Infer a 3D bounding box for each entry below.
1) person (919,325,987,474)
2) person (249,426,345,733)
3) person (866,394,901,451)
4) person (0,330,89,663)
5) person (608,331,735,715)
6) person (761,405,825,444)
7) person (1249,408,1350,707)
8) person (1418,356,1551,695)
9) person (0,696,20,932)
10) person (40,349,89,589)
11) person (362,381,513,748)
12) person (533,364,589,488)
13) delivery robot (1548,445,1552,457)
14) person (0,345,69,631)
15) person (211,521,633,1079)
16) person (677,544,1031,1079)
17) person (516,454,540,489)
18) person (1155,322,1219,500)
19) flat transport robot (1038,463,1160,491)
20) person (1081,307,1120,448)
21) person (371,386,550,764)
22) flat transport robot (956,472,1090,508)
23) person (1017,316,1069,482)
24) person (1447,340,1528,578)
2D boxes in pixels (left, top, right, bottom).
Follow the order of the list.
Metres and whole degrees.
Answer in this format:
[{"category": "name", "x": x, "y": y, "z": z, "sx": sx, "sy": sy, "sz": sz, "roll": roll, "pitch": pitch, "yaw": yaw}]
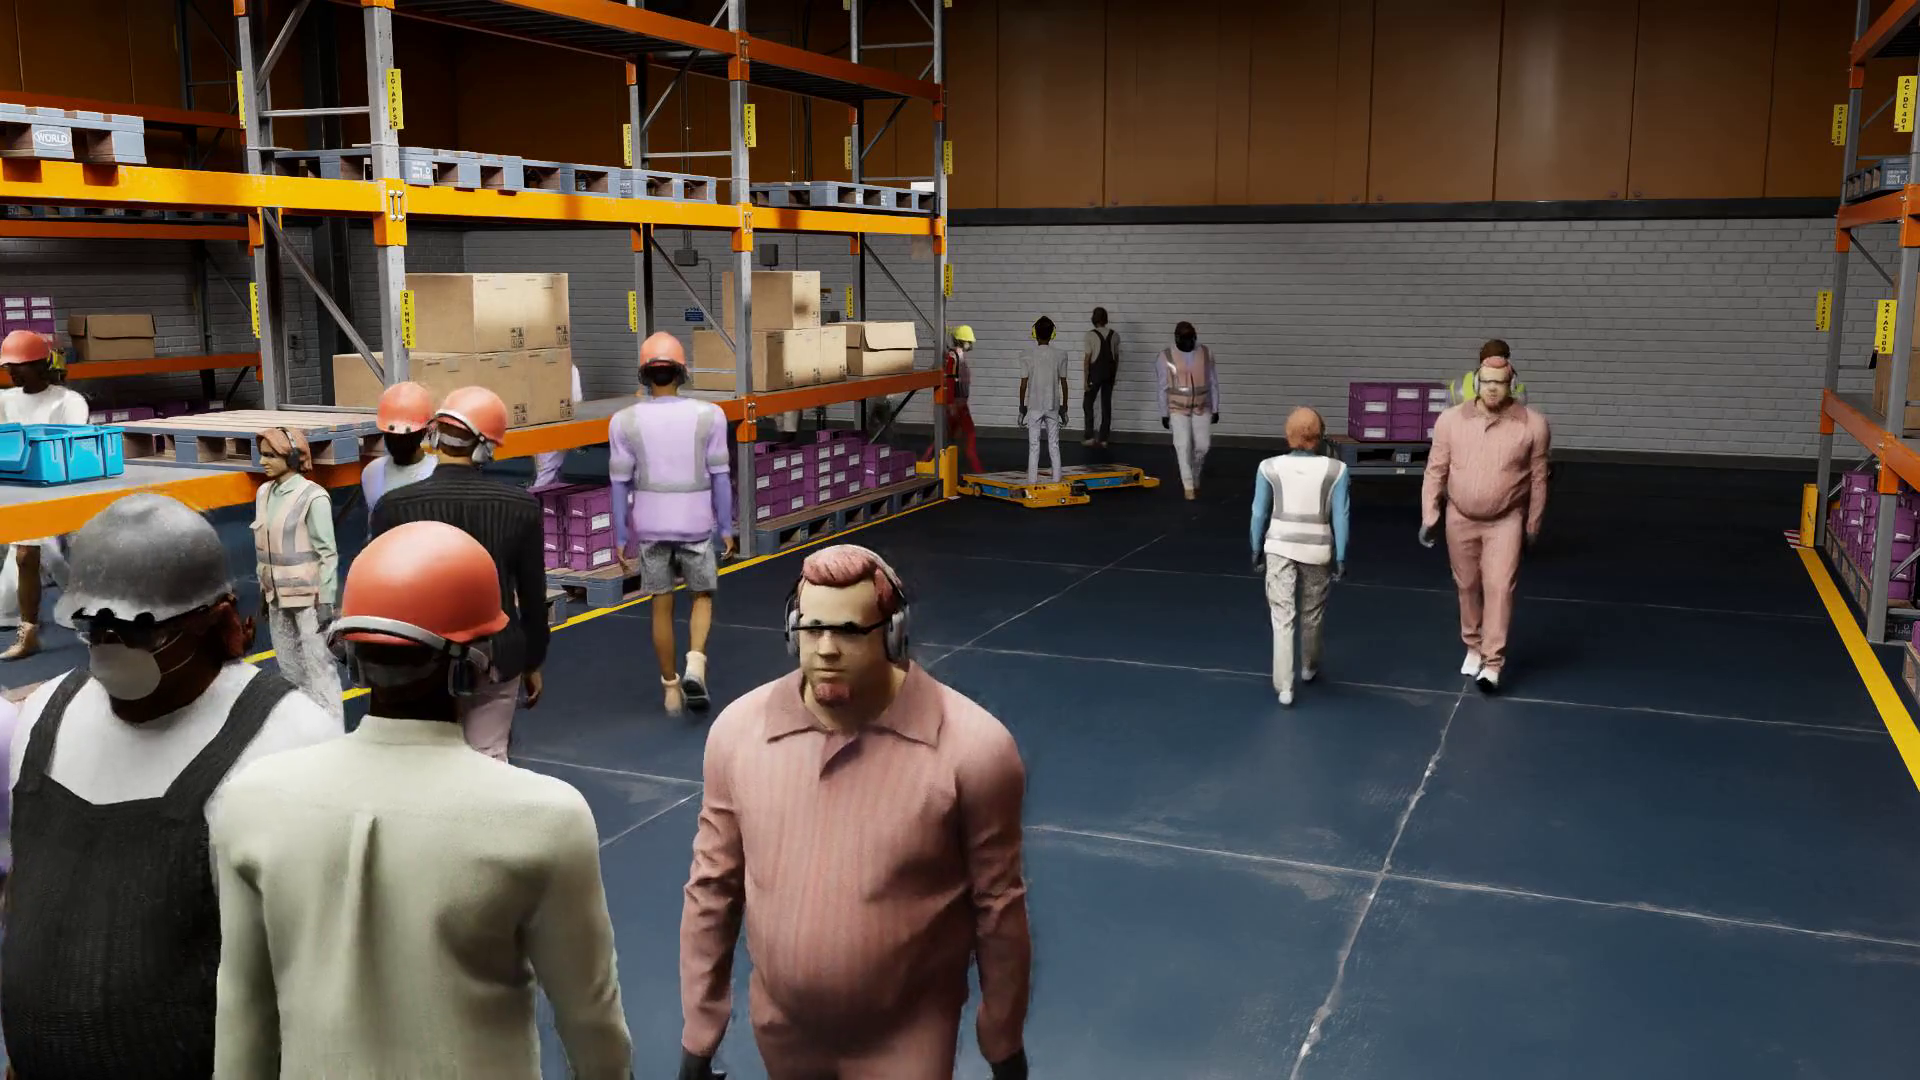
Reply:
[{"category": "person", "x": -0.061, "y": -1.502, "z": 18.294, "sx": 0.886, "sy": 1.727, "sz": 0.533, "roll": -1, "pitch": 9, "yaw": -3}, {"category": "person", "x": -3.080, "y": 0.286, "z": 7.730, "sx": 0.522, "sy": 1.636, "sz": 0.310, "roll": 6, "pitch": 11, "yaw": 33}, {"category": "person", "x": -1.023, "y": -1.588, "z": 18.924, "sx": 0.874, "sy": 1.676, "sz": 0.496, "roll": 1, "pitch": 9, "yaw": 8}, {"category": "person", "x": -5.595, "y": -0.310, "z": 10.324, "sx": 0.634, "sy": 1.997, "sz": 1.043, "roll": 1, "pitch": 9, "yaw": 8}, {"category": "person", "x": -1.495, "y": -0.063, "z": 8.658, "sx": 0.645, "sy": 2.029, "sz": 0.513, "roll": -2, "pitch": 9, "yaw": -9}, {"category": "person", "x": -1.751, "y": -1.487, "z": 17.591, "sx": 0.621, "sy": 1.912, "sz": 0.989, "roll": 5, "pitch": 11, "yaw": 27}, {"category": "person", "x": 1.860, "y": 0.072, "z": 9.131, "sx": 0.539, "sy": 1.586, "sz": 0.845, "roll": 2, "pitch": 10, "yaw": 14}, {"category": "person", "x": 2.916, "y": -0.086, "z": 9.320, "sx": 0.648, "sy": 1.859, "sz": 0.983, "roll": 5, "pitch": 11, "yaw": 28}, {"category": "person", "x": -2.105, "y": 0.899, "z": 3.241, "sx": 0.602, "sy": 1.898, "sz": 0.438, "roll": 1, "pitch": 9, "yaw": 5}, {"category": "person", "x": -6.583, "y": -0.507, "z": 12.137, "sx": 0.526, "sy": 1.772, "sz": 0.303, "roll": 2, "pitch": 10, "yaw": 11}, {"category": "person", "x": -2.329, "y": 0.230, "z": 7.330, "sx": 0.553, "sy": 1.894, "sz": 0.961, "roll": 3, "pitch": 10, "yaw": 19}, {"category": "person", "x": -3.590, "y": -0.937, "z": 14.490, "sx": 0.660, "sy": 1.862, "sz": 0.989, "roll": 5, "pitch": 10, "yaw": 26}, {"category": "delivery robot", "x": 6.099, "y": -0.960, "z": 18.266, "sx": 0.707, "sy": 0.478, "sz": 0.477, "roll": 0, "pitch": 9, "yaw": -1}, {"category": "person", "x": -6.119, "y": -0.383, "z": 11.068, "sx": 0.586, "sy": 1.866, "sz": 1.015, "roll": 3, "pitch": 10, "yaw": 19}, {"category": "person", "x": -0.830, "y": 0.940, "z": 2.757, "sx": 0.643, "sy": 1.964, "sz": 0.751, "roll": 1, "pitch": 9, "yaw": 9}, {"category": "person", "x": -0.226, "y": 0.926, "z": 3.188, "sx": 0.665, "sy": 1.854, "sz": 1.017, "roll": 3, "pitch": 10, "yaw": 20}, {"category": "person", "x": -4.548, "y": -1.460, "z": 17.433, "sx": 0.373, "sy": 1.928, "sz": 0.543, "roll": -2, "pitch": 10, "yaw": -11}, {"category": "person", "x": 2.307, "y": -1.317, "z": 16.951, "sx": 0.671, "sy": 1.810, "sz": 0.565, "roll": -1, "pitch": 9, "yaw": -5}, {"category": "flat transport robot", "x": 1.344, "y": -0.650, "z": 17.534, "sx": 1.431, "sy": 0.197, "sz": 0.652, "roll": -6, "pitch": 11, "yaw": -32}, {"category": "person", "x": 1.825, "y": -2.106, "z": 21.618, "sx": 0.529, "sy": 1.837, "sz": 0.445, "roll": -3, "pitch": 10, "yaw": -17}, {"category": "person", "x": -1.752, "y": 0.443, "z": 5.843, "sx": 0.663, "sy": 1.946, "sz": 0.508, "roll": -5, "pitch": 11, "yaw": -29}, {"category": "flat transport robot", "x": 0.617, "y": -0.523, "z": 16.762, "sx": 0.652, "sy": 0.197, "sz": 1.431, "roll": -6, "pitch": 11, "yaw": -32}, {"category": "person", "x": 0.826, "y": -1.282, "z": 16.531, "sx": 0.521, "sy": 1.871, "sz": 0.325, "roll": -1, "pitch": 9, "yaw": -7}, {"category": "person", "x": 4.075, "y": -0.628, "z": 12.781, "sx": 0.628, "sy": 1.803, "sz": 0.919, "roll": 6, "pitch": 11, "yaw": 34}]
